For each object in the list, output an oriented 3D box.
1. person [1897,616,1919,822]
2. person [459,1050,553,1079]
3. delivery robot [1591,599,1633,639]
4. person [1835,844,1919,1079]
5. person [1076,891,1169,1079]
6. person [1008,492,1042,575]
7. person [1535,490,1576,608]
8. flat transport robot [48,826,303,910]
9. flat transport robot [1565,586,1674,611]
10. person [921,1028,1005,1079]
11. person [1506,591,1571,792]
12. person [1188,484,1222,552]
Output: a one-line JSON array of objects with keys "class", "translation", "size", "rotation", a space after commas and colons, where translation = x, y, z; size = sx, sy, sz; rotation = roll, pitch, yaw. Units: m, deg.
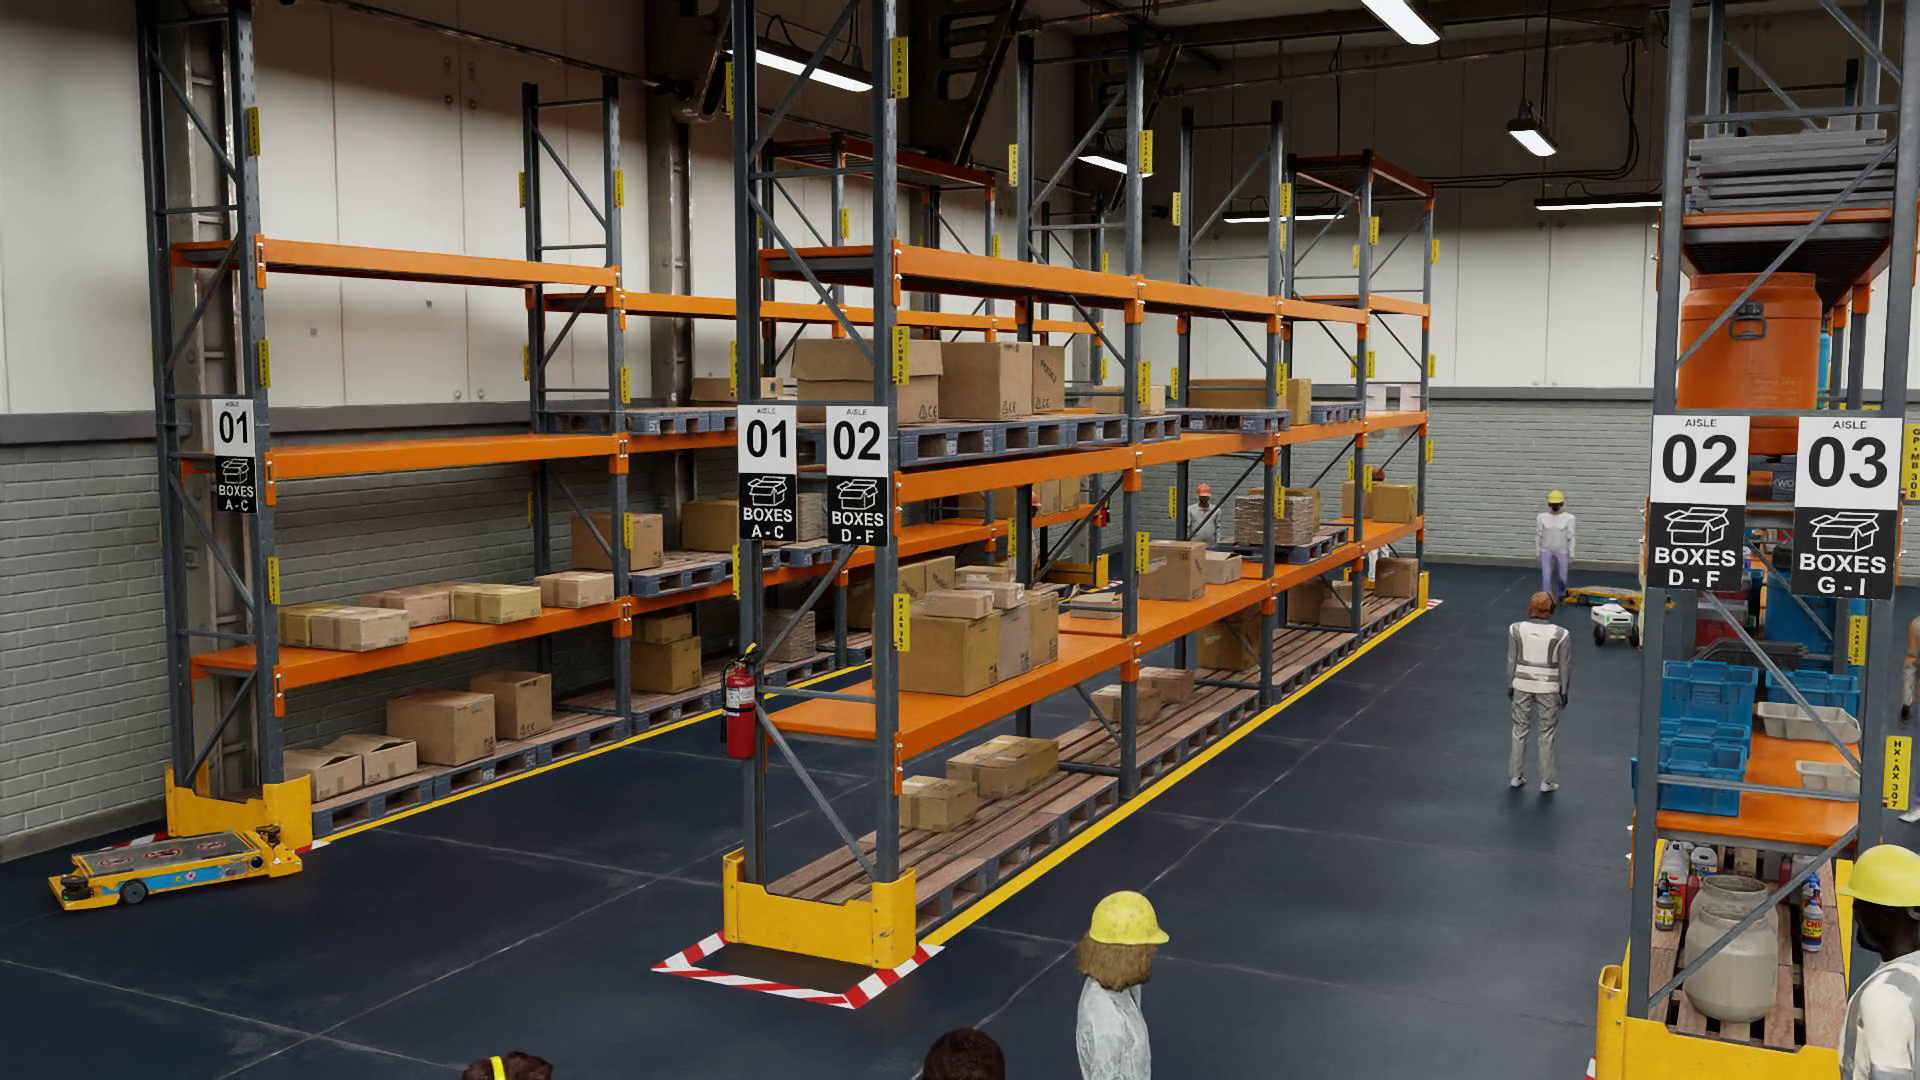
[{"class": "person", "translation": [7.330, 1.198, 12.402], "size": [0.387, 1.922, 0.593], "rotation": [-4, 7, -33]}, {"class": "person", "translation": [-1.047, 2.101, 3.870], "size": [0.327, 1.874, 0.517], "rotation": [-3, 7, -28]}, {"class": "delivery robot", "translation": [8.124, 0.973, 20.728], "size": [0.477, 0.478, 0.707], "rotation": [1, 6, 5]}, {"class": "person", "translation": [2.958, 1.925, 5.315], "size": [0.384, 1.924, 0.594], "rotation": [6, 8, 45]}, {"class": "person", "translation": [0.505, 2.004, 5.469], "size": [0.347, 1.737, 0.484], "rotation": [1, 6, 6]}, {"class": "person", "translation": [0.773, 0.403, 19.842], "size": [0.404, 1.991, 0.625], "rotation": [0, 6, -5]}, {"class": "person", "translation": [8.339, 0.164, 23.308], "size": [0.535, 1.757, 0.501], "rotation": [3, 6, 24]}, {"class": "flat transport robot", "translation": [-5.194, 2.157, 11.030], "size": [1.431, 0.197, 0.652], "rotation": [-4, 7, -36]}, {"class": "flat transport robot", "translation": [9.438, 0.831, 23.922], "size": [0.652, 0.197, 1.431], "rotation": [-4, 7, -34]}, {"class": "person", "translation": [0.004, 2.082, 3.838], "size": [0.596, 1.915, 0.372], "rotation": [0, 6, 2]}, {"class": "person", "translation": [4.694, 1.229, 13.522], "size": [0.509, 1.629, 0.314], "rotation": [4, 7, 33]}, {"class": "person", "translation": [3.565, 0.046, 24.415], "size": [0.573, 1.750, 0.329], "rotation": [0, 6, -5]}]
